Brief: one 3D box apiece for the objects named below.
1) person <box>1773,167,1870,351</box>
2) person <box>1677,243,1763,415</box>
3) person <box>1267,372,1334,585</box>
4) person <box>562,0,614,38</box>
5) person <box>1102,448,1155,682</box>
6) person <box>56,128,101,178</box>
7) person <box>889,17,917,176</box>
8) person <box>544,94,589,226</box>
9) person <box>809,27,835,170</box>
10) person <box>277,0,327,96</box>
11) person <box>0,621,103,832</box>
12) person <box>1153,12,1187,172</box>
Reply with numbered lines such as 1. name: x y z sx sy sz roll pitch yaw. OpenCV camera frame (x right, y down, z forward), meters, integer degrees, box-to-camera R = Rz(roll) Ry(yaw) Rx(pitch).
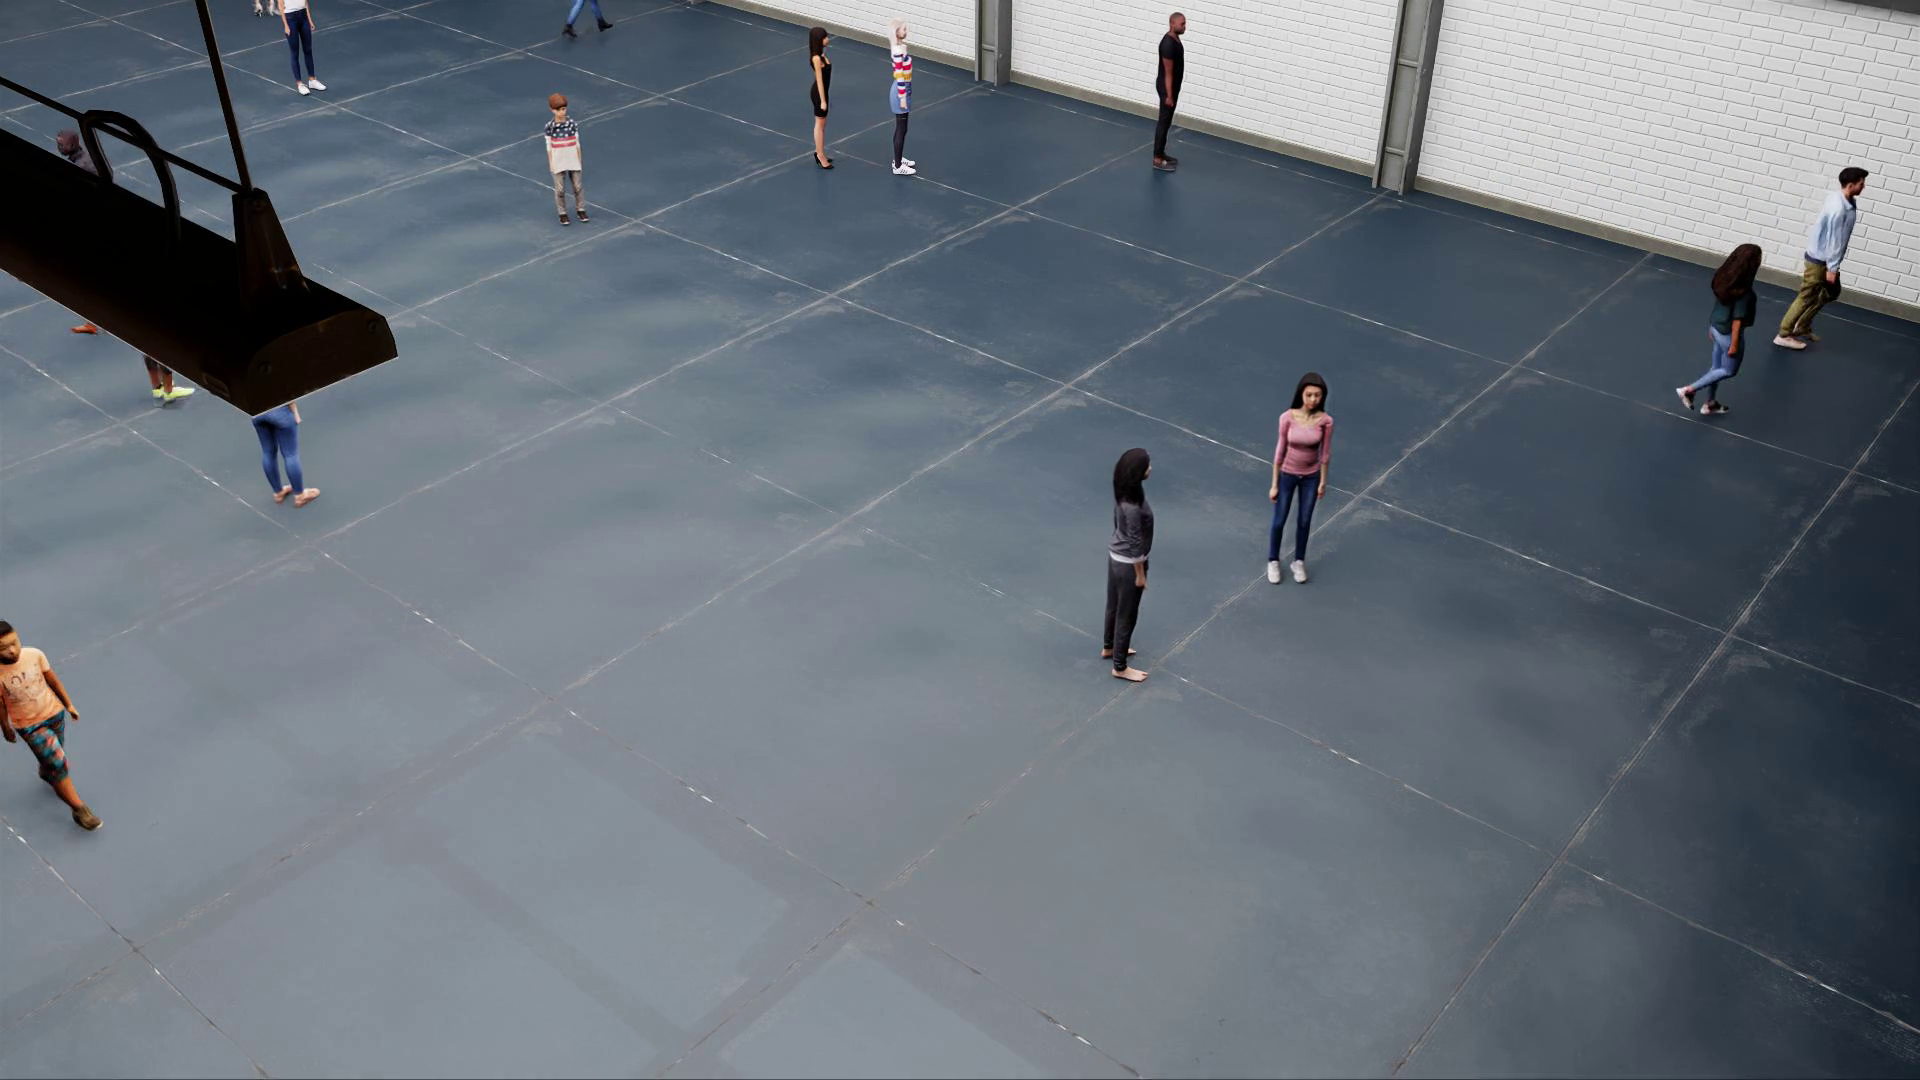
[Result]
1. person: 7.946 -2.630 15.505 0.716 1.795 0.737 19 38 26
2. person: 6.580 -1.797 14.419 0.896 1.610 0.830 -1 34 -2
3. person: 2.496 -0.462 12.292 0.598 1.742 0.691 4 34 5
4. person: -5.427 -7.949 23.690 0.829 1.594 1.079 -24 40 -31
5. person: 1.137 0.150 11.350 0.726 1.765 0.644 -6 34 -9
6. person: -8.307 -3.140 16.267 1.117 1.802 1.221 -14 36 -20
7. person: -0.690 -5.168 19.312 0.751 1.809 0.707 -1 34 -2
8. person: -4.314 -4.156 18.123 0.576 1.439 0.597 -12 36 -18
9. person: -1.643 -5.189 19.487 0.669 1.650 0.616 -2 34 -2
10. person: -8.678 -6.748 21.719 0.530 1.775 0.597 21 39 29
11. person: -5.716 1.079 10.252 1.003 1.434 0.641 17 37 24
12. person: 2.433 -5.257 19.437 0.732 1.818 0.749 7 34 11
